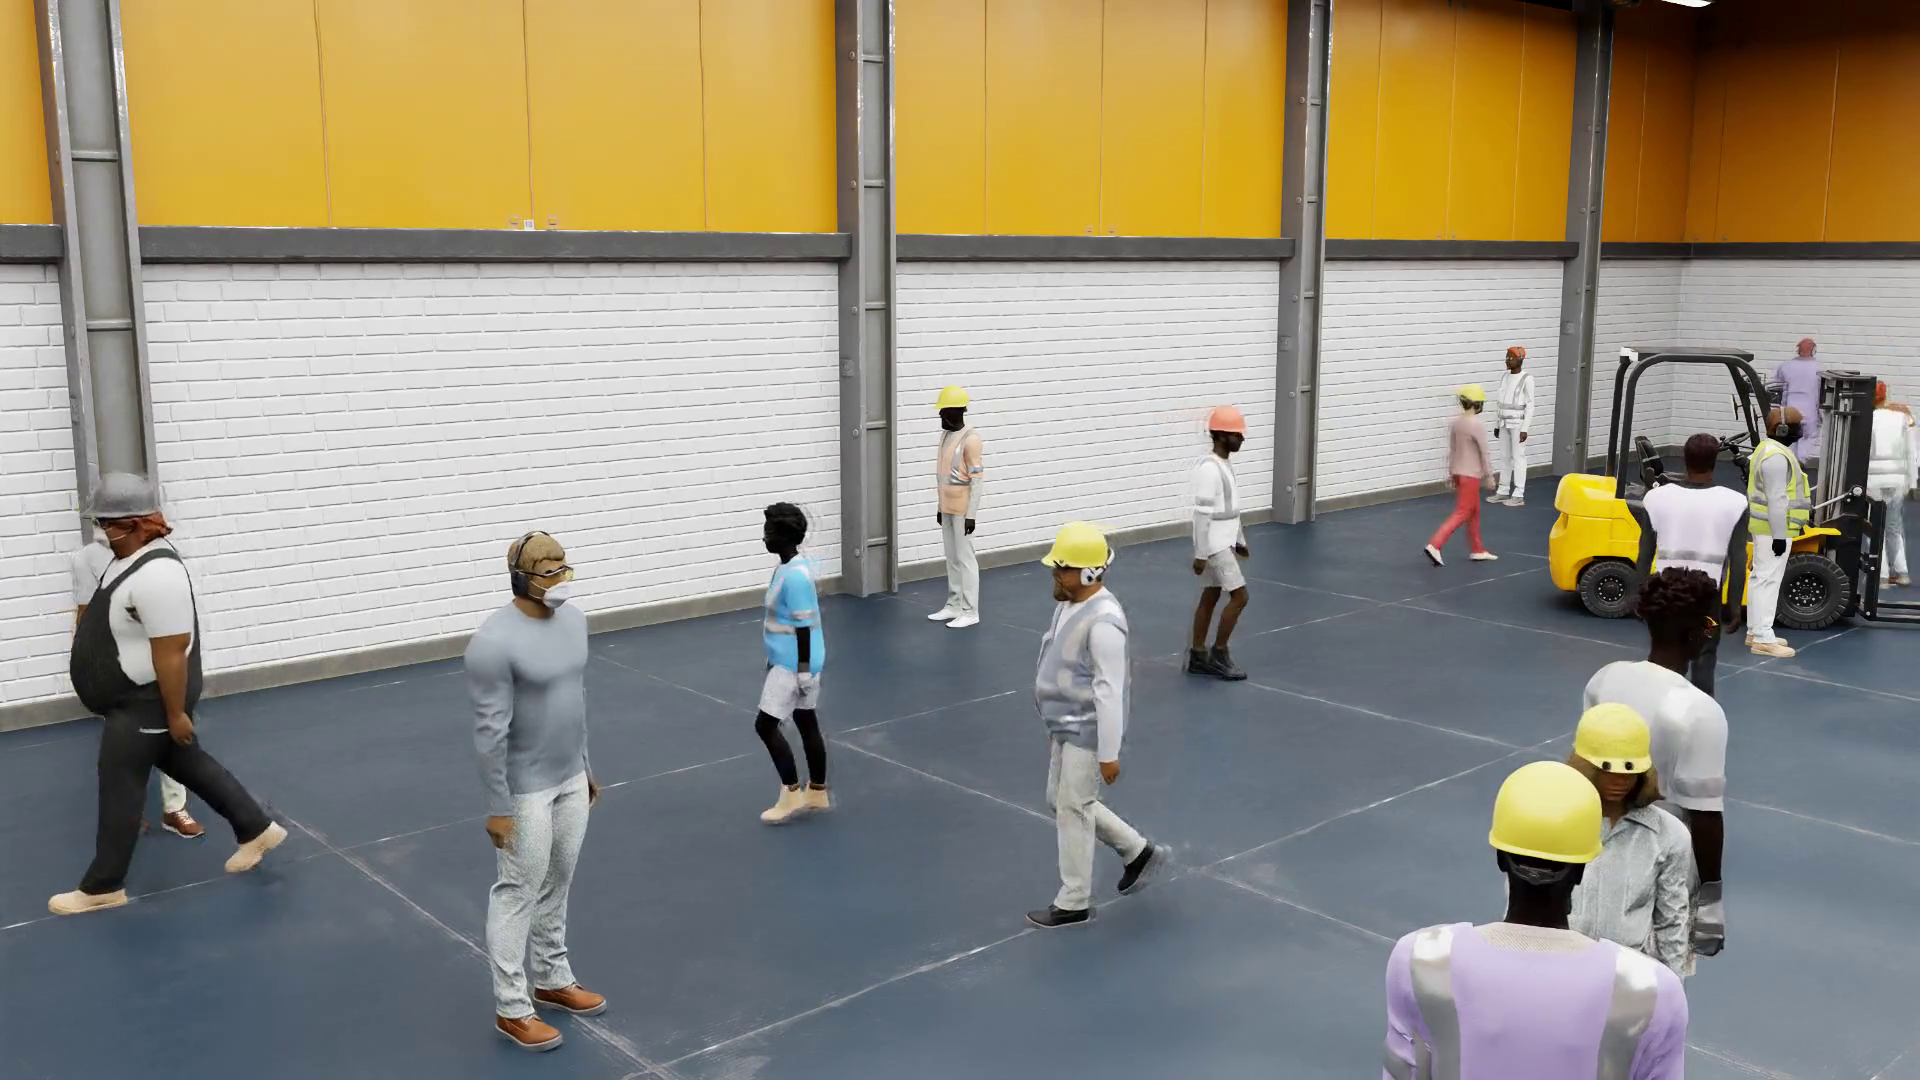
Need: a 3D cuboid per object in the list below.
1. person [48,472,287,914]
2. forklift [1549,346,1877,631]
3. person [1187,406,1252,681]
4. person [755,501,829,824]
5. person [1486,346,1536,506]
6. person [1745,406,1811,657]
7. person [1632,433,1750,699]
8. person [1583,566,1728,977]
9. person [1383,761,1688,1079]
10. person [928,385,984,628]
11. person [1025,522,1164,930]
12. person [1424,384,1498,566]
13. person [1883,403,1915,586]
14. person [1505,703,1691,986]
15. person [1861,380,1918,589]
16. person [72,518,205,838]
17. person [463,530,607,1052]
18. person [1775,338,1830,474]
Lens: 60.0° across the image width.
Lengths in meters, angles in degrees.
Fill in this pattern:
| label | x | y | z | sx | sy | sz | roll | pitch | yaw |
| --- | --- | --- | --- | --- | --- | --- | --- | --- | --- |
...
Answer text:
| label | x | y | z | sx | sy | sz | roll | pitch | yaw |
| --- | --- | --- | --- | --- | --- | --- | --- | --- | --- |
| person | -3.650 | 0.636 | 7.614 | 0.996 | 2.000 | 0.693 | -5 | 11 | -27 |
| forklift | 6.109 | -0.478 | 13.691 | 2.313 | 2.155 | 1.214 | 3 | 10 | 16 |
| person | 1.855 | 0.026 | 11.567 | 0.584 | 1.916 | 0.549 | 2 | 10 | 13 |
| person | -0.906 | 0.639 | 8.651 | 0.501 | 1.682 | 0.536 | -1 | 10 | -5 |
| person | 6.530 | -1.345 | 19.677 | 0.356 | 1.883 | 0.574 | -4 | 10 | -21 |
| person | 6.050 | -0.070 | 12.331 | 0.429 | 1.846 | 0.627 | 3 | 10 | 19 |
| person | 4.338 | 0.322 | 9.894 | 0.607 | 1.931 | 0.488 | 5 | 11 | 28 |
| person | 2.290 | 1.053 | 5.479 | 0.508 | 1.963 | 0.657 | -3 | 10 | -15 |
| person | 1.174 | 1.400 | 3.473 | 0.587 | 1.928 | 0.363 | 3 | 10 | 19 |
| person | -0.036 | -0.266 | 13.229 | 0.370 | 1.925 | 0.595 | -5 | 11 | -26 |
| person | 0.594 | 0.807 | 7.263 | 0.565 | 1.816 | 0.599 | -1 | 10 | -9 |
| person | 4.804 | -0.624 | 15.862 | 0.836 | 1.736 | 0.520 | -2 | 10 | -12 |
| person | 8.355 | -0.406 | 14.904 | 0.267 | 1.632 | 0.507 | 7 | 12 | 37 |
| person | 1.789 | 1.290 | 4.712 | 0.498 | 1.732 | 0.379 | 1 | 10 | 9 |
| person | 8.186 | -0.496 | 14.822 | 0.614 | 1.841 | 0.488 | 0 | 10 | -1 |
| person | -4.117 | 0.613 | 8.360 | 0.716 | 1.829 | 0.619 | 7 | 12 | 37 |
| person | -1.584 | 0.918 | 6.261 | 0.352 | 1.937 | 0.635 | 4 | 10 | 21 |
| person | 10.932 | -1.682 | 21.624 | 0.655 | 1.889 | 0.526 | 8 | 13 | 39 |
